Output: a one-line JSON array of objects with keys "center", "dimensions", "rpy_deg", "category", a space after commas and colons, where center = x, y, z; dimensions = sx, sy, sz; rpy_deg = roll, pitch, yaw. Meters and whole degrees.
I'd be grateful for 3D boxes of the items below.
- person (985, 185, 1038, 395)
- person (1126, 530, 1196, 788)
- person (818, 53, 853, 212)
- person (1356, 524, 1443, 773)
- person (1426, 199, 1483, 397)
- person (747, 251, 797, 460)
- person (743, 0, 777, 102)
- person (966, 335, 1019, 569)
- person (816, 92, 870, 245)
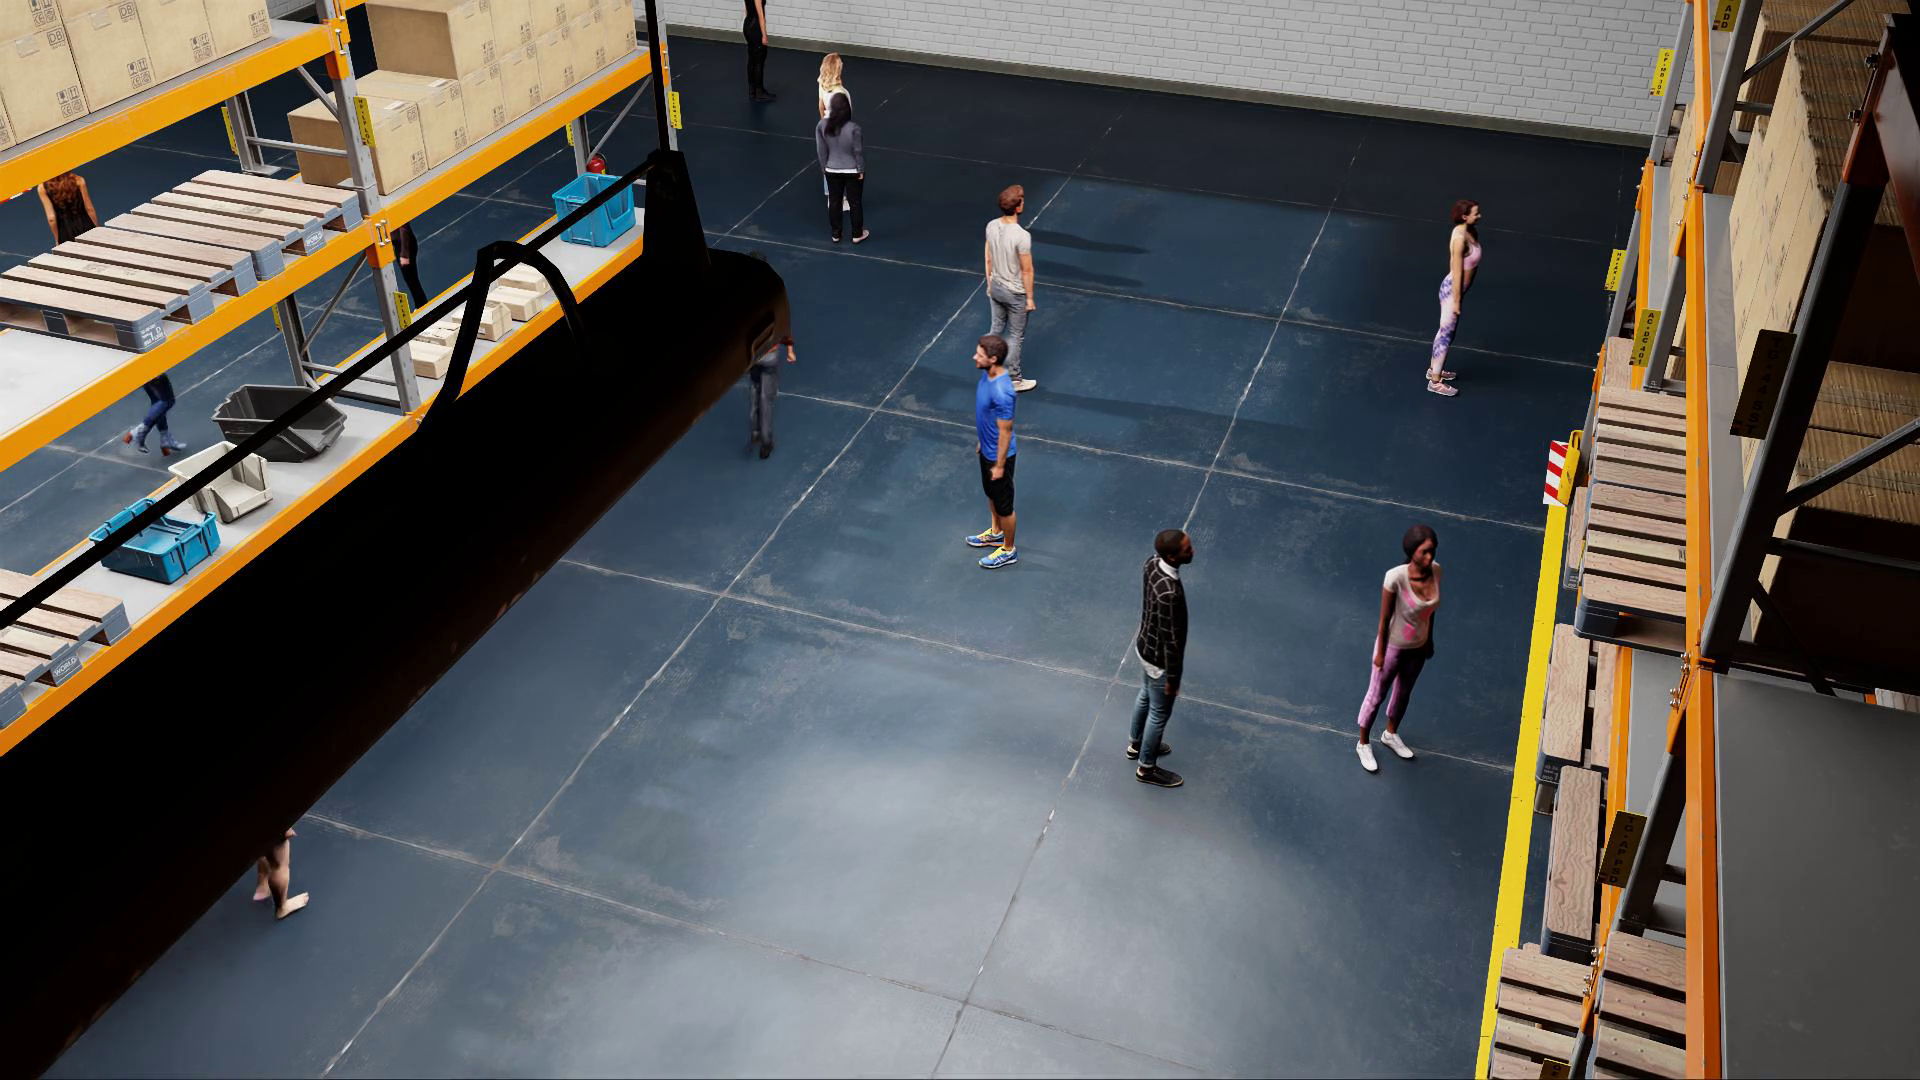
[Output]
[{"center": [0.428, -2.186, 14.510], "dimensions": [0.737, 1.897, 0.686], "rpy_deg": [26, 41, 33], "category": "person"}, {"center": [1.226, 0.696, 10.245], "dimensions": [0.811, 1.820, 0.657], "rpy_deg": [-4, 34, -5], "category": "person"}, {"center": [-1.351, -4.417, 18.024], "dimensions": [0.727, 1.723, 0.711], "rpy_deg": [-23, 40, -30], "category": "person"}, {"center": [2.755, 0.657, 10.375], "dimensions": [0.650, 1.740, 0.705], "rpy_deg": [-13, 36, -19], "category": "person"}, {"center": [4.333, -2.150, 14.574], "dimensions": [0.670, 1.766, 0.504], "rpy_deg": [8, 34, 12], "category": "person"}, {"center": [-1.645, -1.458, 13.536], "dimensions": [0.707, 1.763, 0.673], "rpy_deg": [6, 34, 10], "category": "person"}, {"center": [-2.592, -6.450, 21.114], "dimensions": [0.721, 1.687, 0.675], "rpy_deg": [-18, 38, -25], "category": "person"}, {"center": [0.274, -0.664, 12.249], "dimensions": [0.762, 1.866, 0.671], "rpy_deg": [-9, 35, -13], "category": "person"}, {"center": [-1.210, -3.875, 17.317], "dimensions": [0.671, 1.603, 0.663], "rpy_deg": [9, 35, 14], "category": "person"}]
